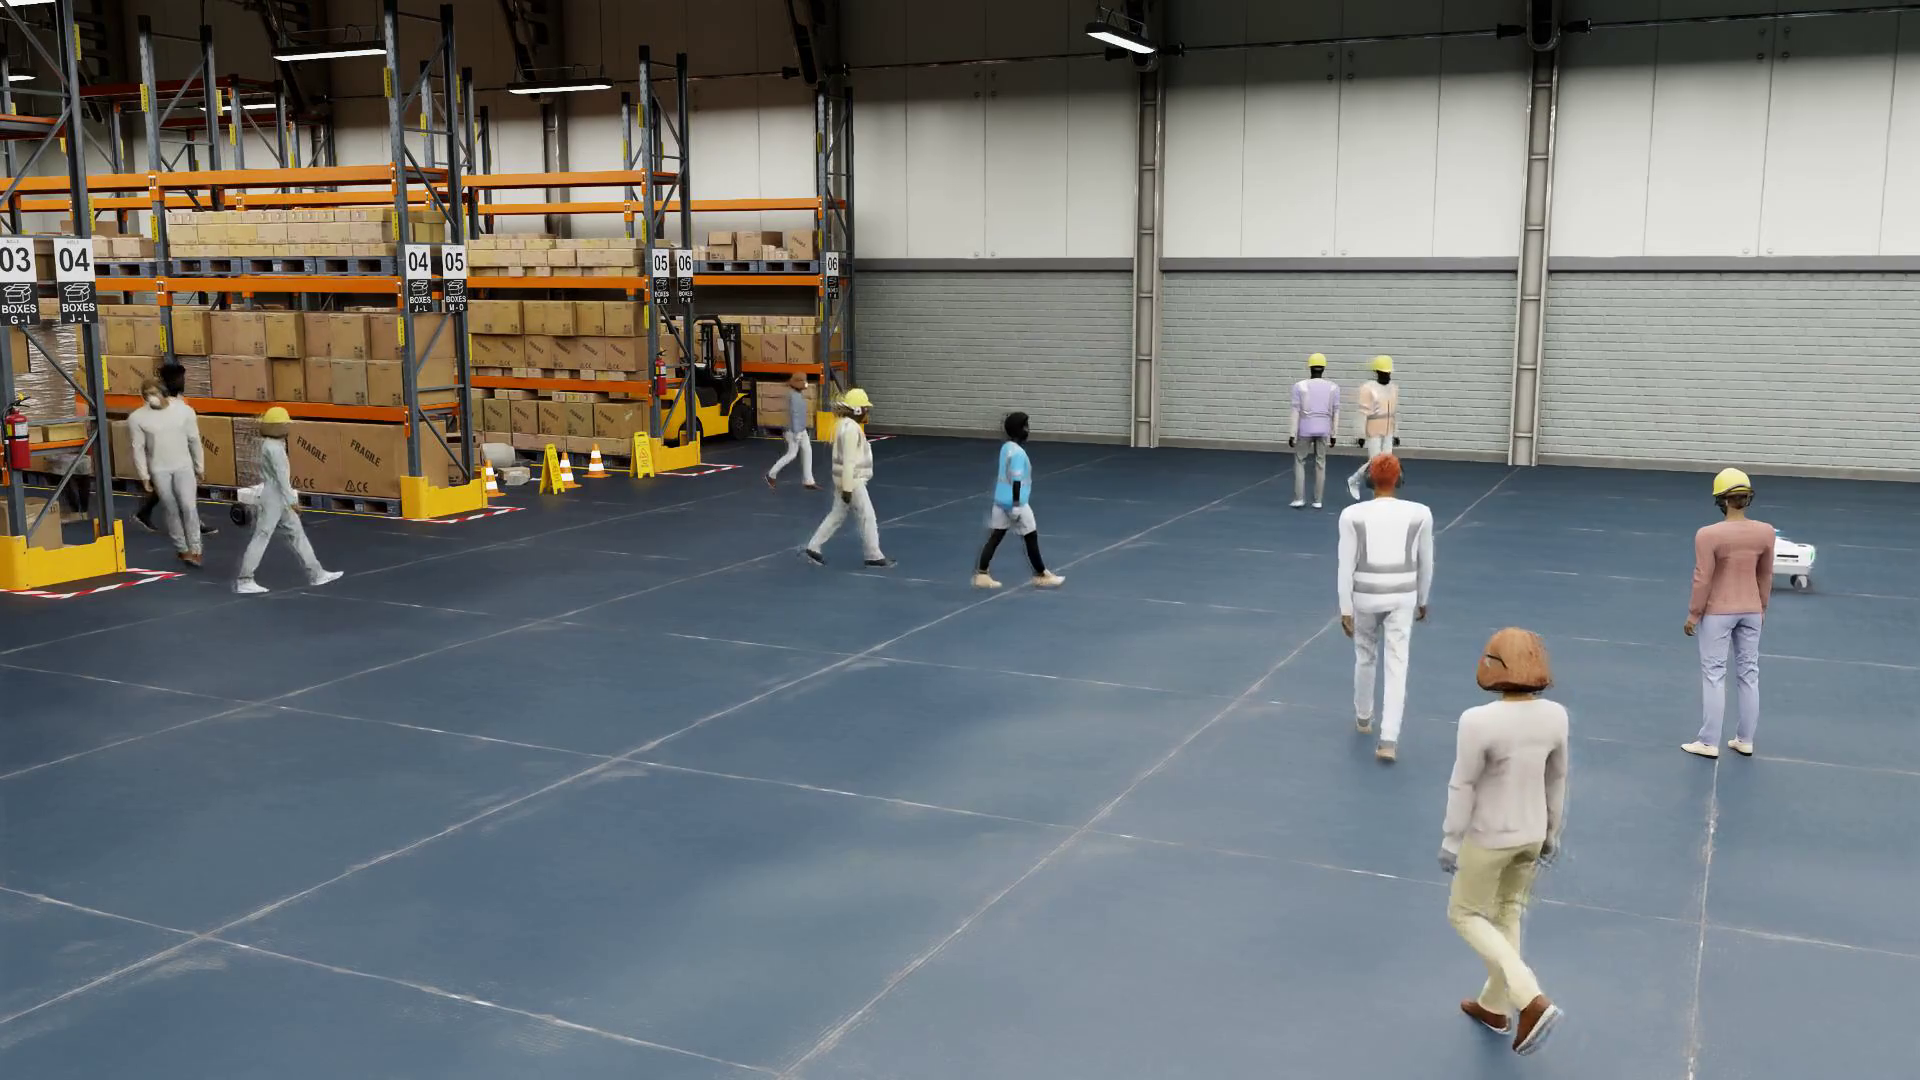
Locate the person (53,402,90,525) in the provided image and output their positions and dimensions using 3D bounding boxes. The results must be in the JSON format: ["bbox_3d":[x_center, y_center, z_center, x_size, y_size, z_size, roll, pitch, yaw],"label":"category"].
[{"bbox_3d":[-10.251,-1.012,19.239,0.342,1.682,0.563,2,9,9],"label":"person"}]

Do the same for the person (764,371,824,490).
[{"bbox_3d":[-2.226,-1.454,22.157,0.741,1.613,0.513,2,9,11],"label":"person"}]

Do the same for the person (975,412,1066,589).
[{"bbox_3d":[0.526,-0.354,15.279,0.861,1.647,0.544,-3,10,-16],"label":"person"}]

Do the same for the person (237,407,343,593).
[{"bbox_3d":[-6.212,-0.366,15.221,0.916,1.694,0.491,-3,10,-18],"label":"person"}]

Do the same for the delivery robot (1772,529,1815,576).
[{"bbox_3d":[7.452,0.143,15.295,0.707,0.478,0.477,3,10,18],"label":"delivery robot"}]

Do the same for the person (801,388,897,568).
[{"bbox_3d":[-1.130,-0.600,16.374,0.920,1.795,0.603,-2,9,-10],"label":"person"}]

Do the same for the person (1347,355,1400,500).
[{"bbox_3d":[5.165,-1.356,20.675,0.606,1.905,0.588,-6,11,-33],"label":"person"}]

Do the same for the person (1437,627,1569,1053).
[{"bbox_3d":[2.074,1.134,6.258,0.521,1.617,0.528,-4,10,-25],"label":"person"}]

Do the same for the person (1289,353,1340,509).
[{"bbox_3d":[4.349,-1.333,20.452,0.612,1.918,0.401,-1,9,-5],"label":"person"}]

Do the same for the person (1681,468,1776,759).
[{"bbox_3d":[4.630,0.446,10.046,0.523,1.760,0.327,-2,9,-10],"label":"person"}]

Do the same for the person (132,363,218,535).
[{"bbox_3d":[-8.814,-1.012,18.486,0.967,1.931,0.619,0,9,1],"label":"person"}]

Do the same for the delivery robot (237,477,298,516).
[{"bbox_3d":[-7.961,-0.482,19.126,0.707,0.478,0.477,5,10,27],"label":"delivery robot"}]

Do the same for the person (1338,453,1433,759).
[{"bbox_3d":[2.606,0.383,10.230,0.575,1.835,1.006,2,9,11],"label":"person"}]

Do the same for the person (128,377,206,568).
[{"bbox_3d":[-7.776,-0.649,16.358,0.660,1.886,0.956,-4,10,-24],"label":"person"}]
